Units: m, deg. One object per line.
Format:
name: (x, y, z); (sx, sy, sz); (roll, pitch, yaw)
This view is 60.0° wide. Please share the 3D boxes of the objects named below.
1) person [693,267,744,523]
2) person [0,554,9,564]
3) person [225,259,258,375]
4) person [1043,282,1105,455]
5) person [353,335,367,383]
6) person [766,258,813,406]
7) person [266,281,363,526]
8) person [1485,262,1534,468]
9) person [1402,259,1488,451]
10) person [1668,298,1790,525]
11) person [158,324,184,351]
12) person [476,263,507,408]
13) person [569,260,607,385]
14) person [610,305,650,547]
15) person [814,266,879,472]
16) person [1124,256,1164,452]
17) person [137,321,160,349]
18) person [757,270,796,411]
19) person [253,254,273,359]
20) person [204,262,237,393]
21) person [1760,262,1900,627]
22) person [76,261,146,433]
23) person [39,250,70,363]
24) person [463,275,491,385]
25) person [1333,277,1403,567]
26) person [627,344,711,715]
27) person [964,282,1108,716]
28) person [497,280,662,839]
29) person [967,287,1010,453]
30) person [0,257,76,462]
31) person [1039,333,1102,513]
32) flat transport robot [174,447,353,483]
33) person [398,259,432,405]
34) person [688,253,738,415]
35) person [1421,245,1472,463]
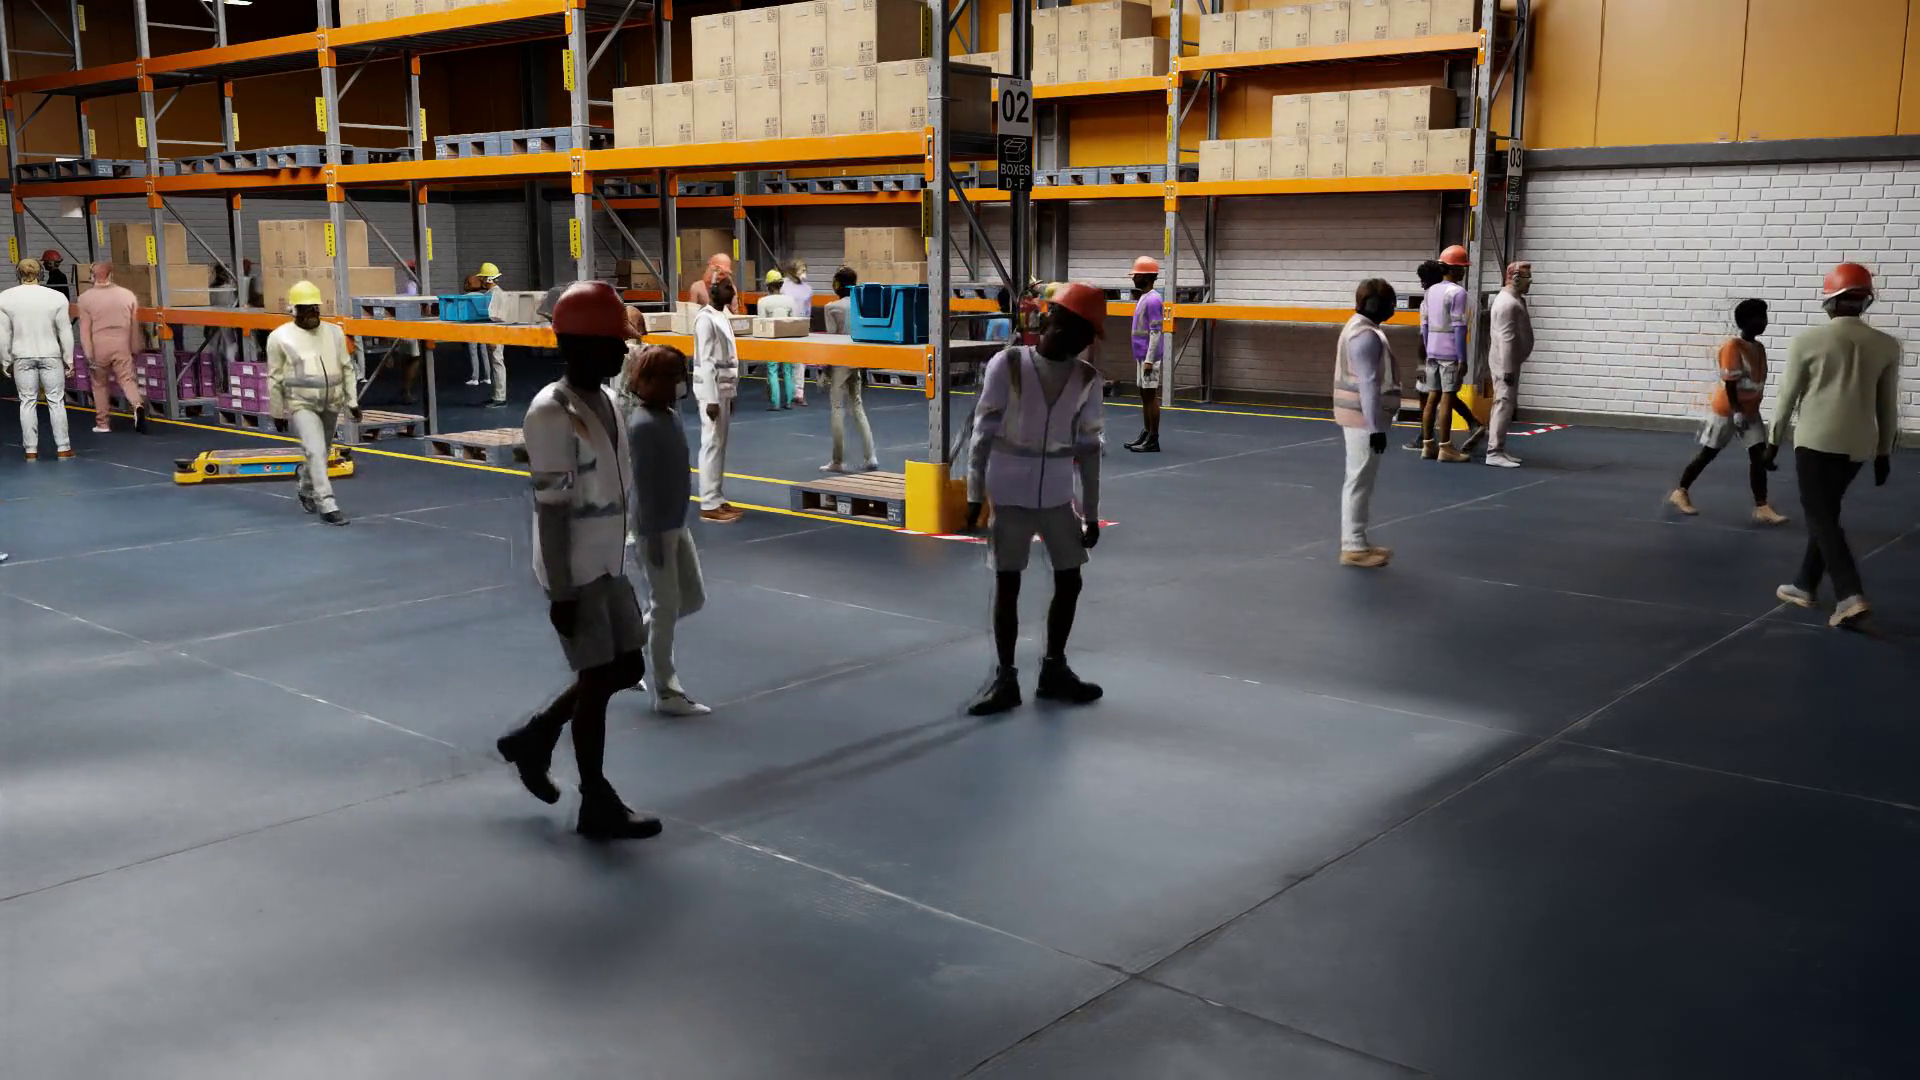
person: (-1.802, -1.074, 12.338); (0.337, 1.883, 0.583); (0, 10, 3)
person: (-6.385, -0.499, 10.005); (0.995, 1.549, 0.529); (-2, 10, -10)
person: (-11.269, -3.466, 26.054); (0.684, 1.861, 0.722); (-3, 10, -16)
person: (1.098, -1.682, 16.330); (0.539, 1.687, 0.852); (-7, 12, -36)
person: (-9.094, -3.287, 24.912); (0.456, 1.903, 0.767); (7, 12, 36)
person: (-2.211, -2.699, 21.558); (0.647, 1.903, 0.884); (-6, 12, -33)
person: (-4.815, -1.028, 12.361); (0.938, 1.796, 0.589); (8, 13, 40)
person: (5.112, -1.625, 15.450); (0.396, 1.899, 0.657); (3, 11, 19)
person: (4.777, -1.789, 16.343); (0.644, 1.921, 0.833); (-8, 13, -39)
person: (5.740, -0.971, 12.382); (0.527, 1.660, 0.862); (-6, 12, -33)
person: (-13.027, -3.687, 27.268); (0.660, 1.871, 0.924); (-9, 13, -41)
person: (-5.940, -2.588, 21.109); (0.403, 1.833, 0.586); (-3, 11, -19)
person: (-4.844, -2.699, 21.575); (0.825, 1.891, 0.591); (10, 14, 44)
person: (-2.205, -0.768, 11.299); (0.309, 1.640, 0.513); (2, 10, 13)
person: (-1.034, -1.520, 15.009); (0.599, 1.864, 0.502); (-9, 14, -43)
person: (1.838, -1.837, 16.532); (0.360, 1.939, 0.543); (-1, 10, -4)
person: (-12.467, -3.260, 25.498); (0.498, 1.634, 0.278); (3, 11, 19)
person: (-2.307, -2.474, 20.767); (0.536, 1.755, 0.524); (-7, 12, -34)
person: (-10.718, -3.548, 25.984); (0.536, 2.000, 0.695); (9, 13, 42)
person: (-10.286, -2.926, 23.053); (0.685, 1.829, 0.439); (1, 10, 3)
person: (4.772, -0.526, 9.041); (0.611, 1.957, 0.978); (-1, 10, -6)
person: (-9.218, -2.079, 18.067); (0.789, 1.882, 0.646); (9, 14, 43)
person: (-13.909, -3.466, 25.642); (0.379, 1.996, 0.611); (-3, 10, -17)
person: (-7.194, -3.115, 24.706); (0.293, 1.623, 0.494); (6, 12, 30)
person: (2.603, -0.753, 10.643); (0.429, 1.842, 0.637); (2, 10, 10)
person: (-1.322, -0.035, 7.186); (0.431, 1.621, 0.504); (2, 10, 10)
person: (0.312, -0.165, 7.205); (0.664, 1.884, 0.365); (-3, 10, -15)
person: (-1.325, 0.083, 5.675); (0.561, 1.922, 0.545); (2, 10, 13)
person: (0.447, -1.652, 16.280); (0.835, 1.647, 0.532); (-3, 10, -15)
person: (-8.742, -1.702, 15.763); (0.637, 1.938, 0.355); (-4, 11, -23)
person: (0.777, -1.025, 12.541); (0.535, 1.736, 0.757); (-3, 10, -18)
flat transport robot: (-6.120, -0.675, 14.663); (1.431, 0.197, 0.652); (-4, 11, -21)
person: (-7.075, -2.697, 21.556); (0.543, 1.890, 0.563); (-2, 10, -13)
person: (-3.072, -2.508, 20.296); (0.755, 1.965, 0.583); (-5, 11, -26)
person: (4.628, -1.758, 15.781); (0.387, 2.045, 0.605); (-3, 10, -16)
